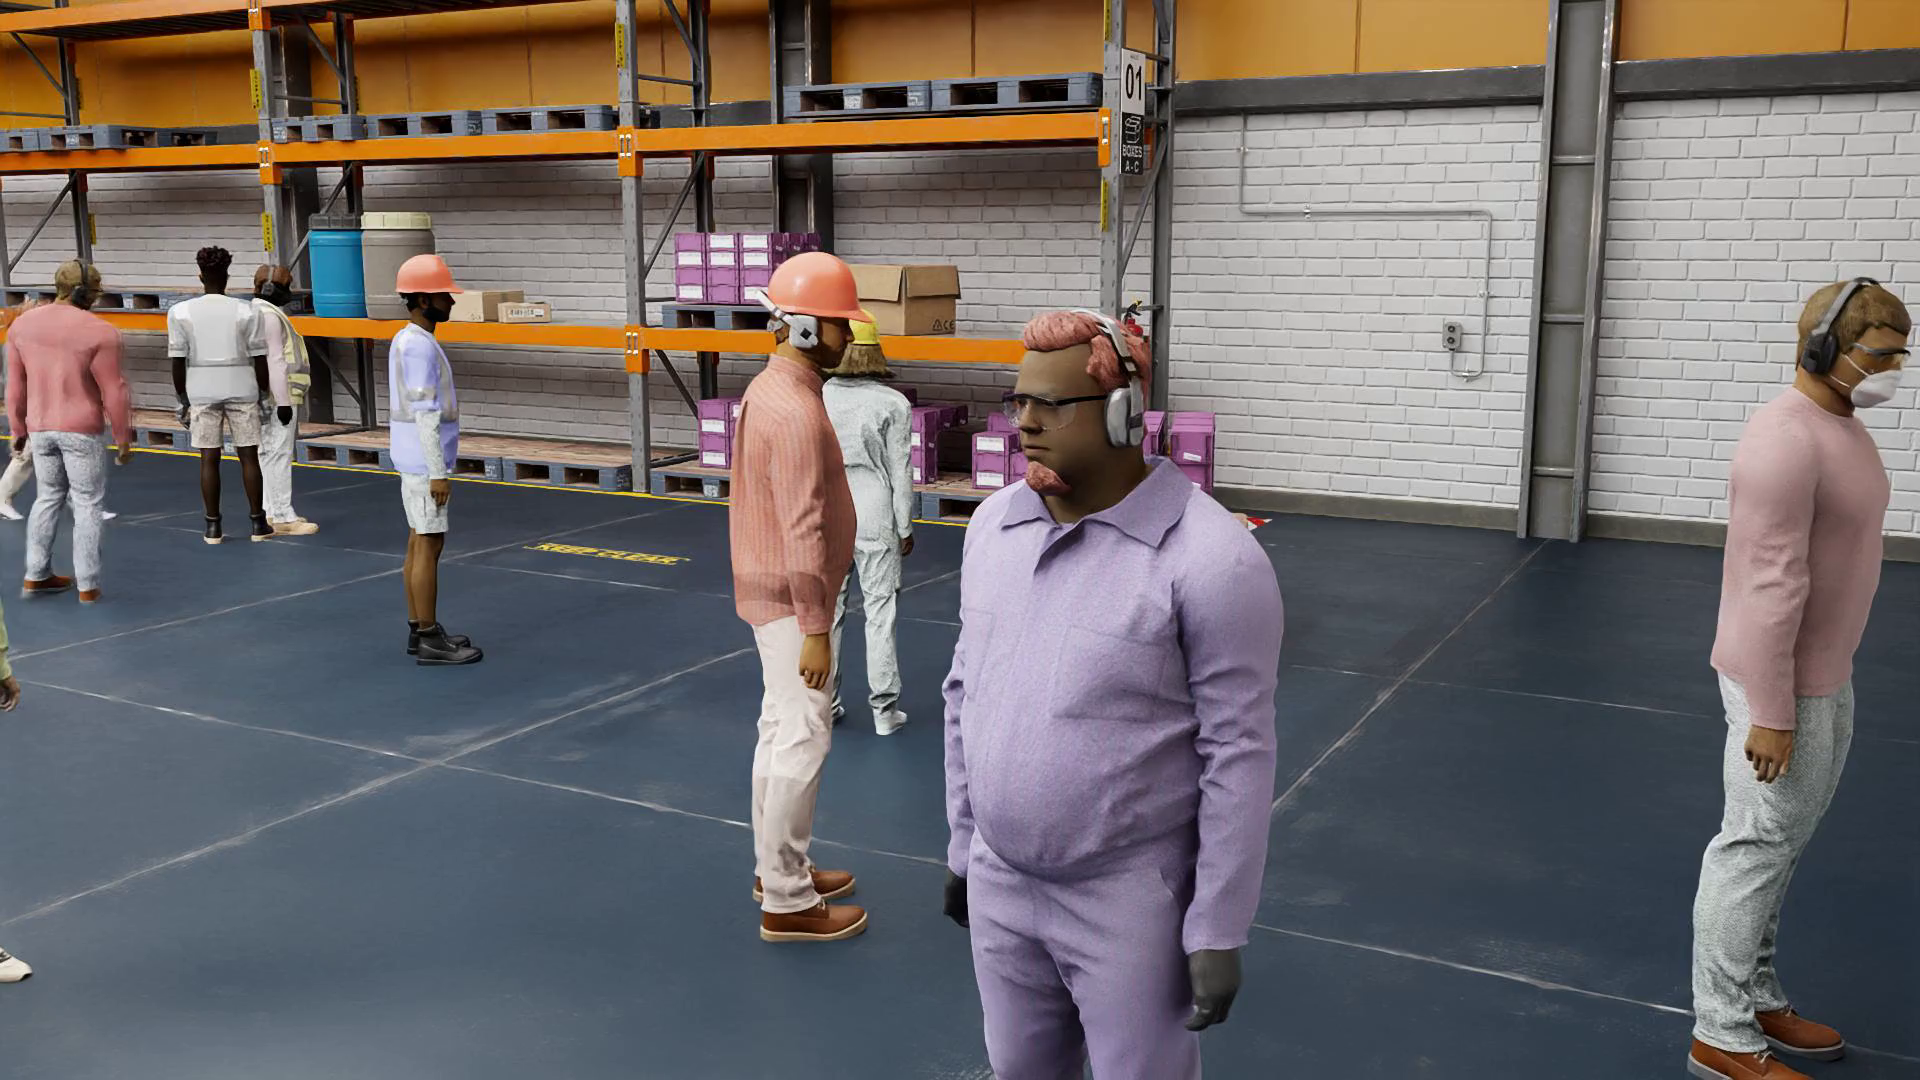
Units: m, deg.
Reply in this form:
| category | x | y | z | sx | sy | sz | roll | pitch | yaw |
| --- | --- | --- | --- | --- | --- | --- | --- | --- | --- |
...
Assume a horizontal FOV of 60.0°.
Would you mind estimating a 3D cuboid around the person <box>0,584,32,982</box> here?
| category | x | y | z | sx | sy | sz | roll | pitch | yaw |
| --- | --- | --- | --- | --- | --- | --- | --- | --- | --- |
| person | -2.713 | 0.365 | 4.326 | 0.329 | 1.767 | 0.528 | 6 | 12 | 28 |

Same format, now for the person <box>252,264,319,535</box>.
| category | x | y | z | sx | sy | sz | roll | pitch | yaw |
| --- | --- | --- | --- | --- | --- | --- | --- | --- | --- |
| person | -4.658 | -0.954 | 11.369 | 0.429 | 1.837 | 0.620 | -6 | 12 | -31 |

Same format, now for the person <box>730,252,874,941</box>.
| category | x | y | z | sx | sy | sz | roll | pitch | yaw |
| --- | --- | --- | --- | --- | --- | --- | --- | --- | --- |
| person | -0.449 | 0.175 | 4.790 | 0.410 | 1.980 | 0.624 | -3 | 11 | -14 |

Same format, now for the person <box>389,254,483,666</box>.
| category | x | y | z | sx | sy | sz | roll | pitch | yaw |
| --- | --- | --- | --- | --- | --- | --- | --- | --- | --- |
| person | -2.514 | -0.376 | 7.916 | 0.371 | 1.939 | 0.543 | -4 | 11 | -23 |

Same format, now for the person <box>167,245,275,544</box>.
| category | x | y | z | sx | sy | sz | roll | pitch | yaw |
| --- | --- | --- | --- | --- | --- | --- | --- | --- | --- |
| person | -4.875 | -0.953 | 10.999 | 0.609 | 1.965 | 0.369 | -3 | 11 | -18 |

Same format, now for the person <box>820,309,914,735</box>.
| category | x | y | z | sx | sy | sz | roll | pitch | yaw |
| --- | --- | --- | --- | --- | --- | --- | --- | --- | --- |
| person | -0.415 | -0.073 | 6.814 | 0.485 | 1.737 | 0.321 | 3 | 11 | 16 |

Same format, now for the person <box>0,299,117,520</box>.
| category | x | y | z | sx | sy | sz | roll | pitch | yaw |
| --- | --- | --- | --- | --- | --- | --- | --- | --- | --- |
| person | -6.547 | -0.913 | 11.808 | 0.882 | 1.590 | 0.504 | -2 | 11 | -10 |

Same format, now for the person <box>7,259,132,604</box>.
| category | x | y | z | sx | sy | sz | roll | pitch | yaw |
| --- | --- | --- | --- | --- | --- | --- | --- | --- | --- |
| person | -4.929 | -0.589 | 9.222 | 0.749 | 1.911 | 0.498 | 1 | 10 | 6 |

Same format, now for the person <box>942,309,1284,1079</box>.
| category | x | y | z | sx | sy | sz | roll | pitch | yaw |
| --- | --- | --- | --- | --- | --- | --- | --- | --- | --- |
| person | 0.197 | 0.573 | 2.801 | 0.653 | 1.906 | 0.405 | 10 | 14 | 43 |

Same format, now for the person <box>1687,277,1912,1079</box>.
| category | x | y | z | sx | sy | sz | roll | pitch | yaw |
| --- | --- | --- | --- | --- | --- | --- | --- | --- | --- |
| person | 1.976 | 0.352 | 3.942 | 0.354 | 1.930 | 0.635 | 8 | 13 | 37 |
